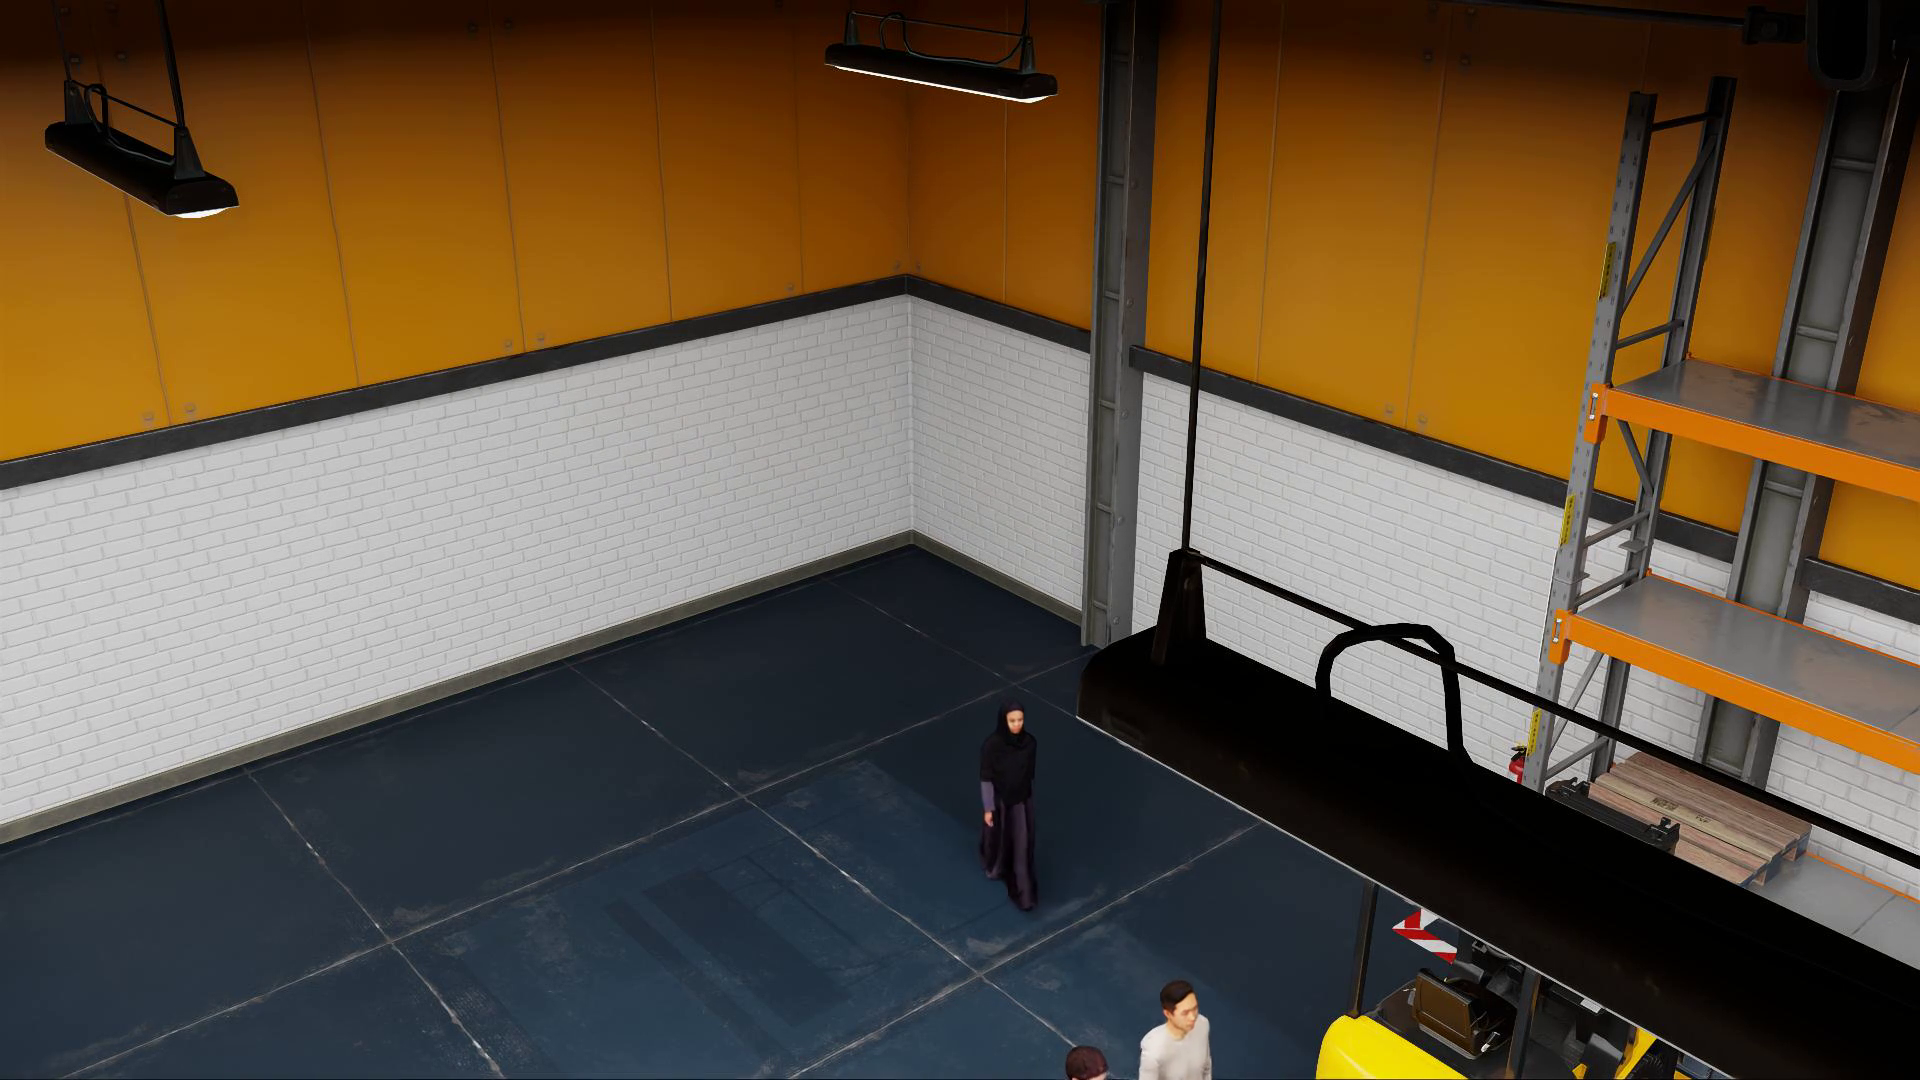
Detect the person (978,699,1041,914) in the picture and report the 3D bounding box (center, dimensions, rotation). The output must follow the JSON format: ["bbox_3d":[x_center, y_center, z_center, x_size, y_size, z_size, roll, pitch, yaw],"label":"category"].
[{"bbox_3d":[0.322,1.865,12.264,0.956,1.608,1.191,-5,24,-10],"label":"person"}]

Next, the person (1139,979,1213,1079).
[{"bbox_3d":[1.116,3.118,9.169,0.672,1.792,1.009,-20,31,-38],"label":"person"}]
